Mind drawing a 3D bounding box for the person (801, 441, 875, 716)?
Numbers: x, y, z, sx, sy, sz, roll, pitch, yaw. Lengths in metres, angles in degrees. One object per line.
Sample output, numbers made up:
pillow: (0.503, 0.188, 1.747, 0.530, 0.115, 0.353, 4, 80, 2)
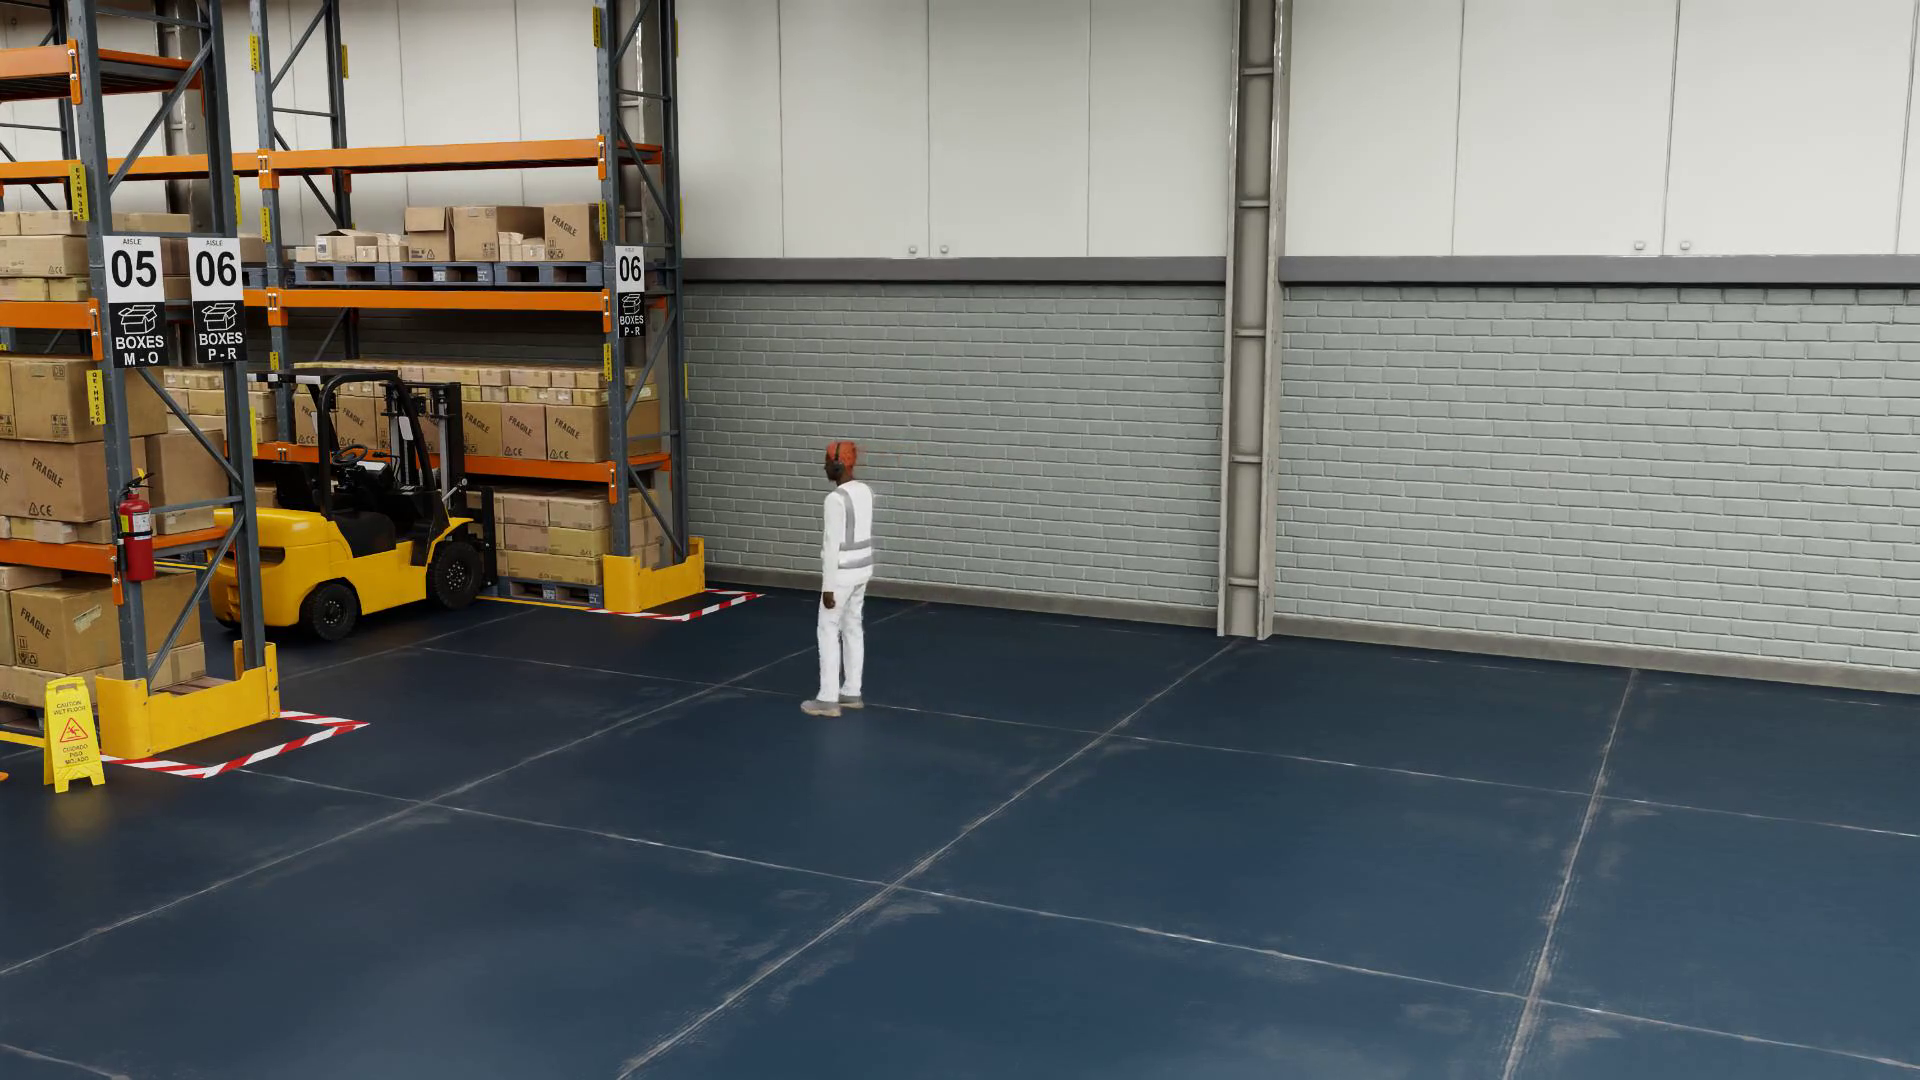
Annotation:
person: (-0.813, 0.256, 11.365, 0.422, 1.880, 0.598, 5, 10, 26)
